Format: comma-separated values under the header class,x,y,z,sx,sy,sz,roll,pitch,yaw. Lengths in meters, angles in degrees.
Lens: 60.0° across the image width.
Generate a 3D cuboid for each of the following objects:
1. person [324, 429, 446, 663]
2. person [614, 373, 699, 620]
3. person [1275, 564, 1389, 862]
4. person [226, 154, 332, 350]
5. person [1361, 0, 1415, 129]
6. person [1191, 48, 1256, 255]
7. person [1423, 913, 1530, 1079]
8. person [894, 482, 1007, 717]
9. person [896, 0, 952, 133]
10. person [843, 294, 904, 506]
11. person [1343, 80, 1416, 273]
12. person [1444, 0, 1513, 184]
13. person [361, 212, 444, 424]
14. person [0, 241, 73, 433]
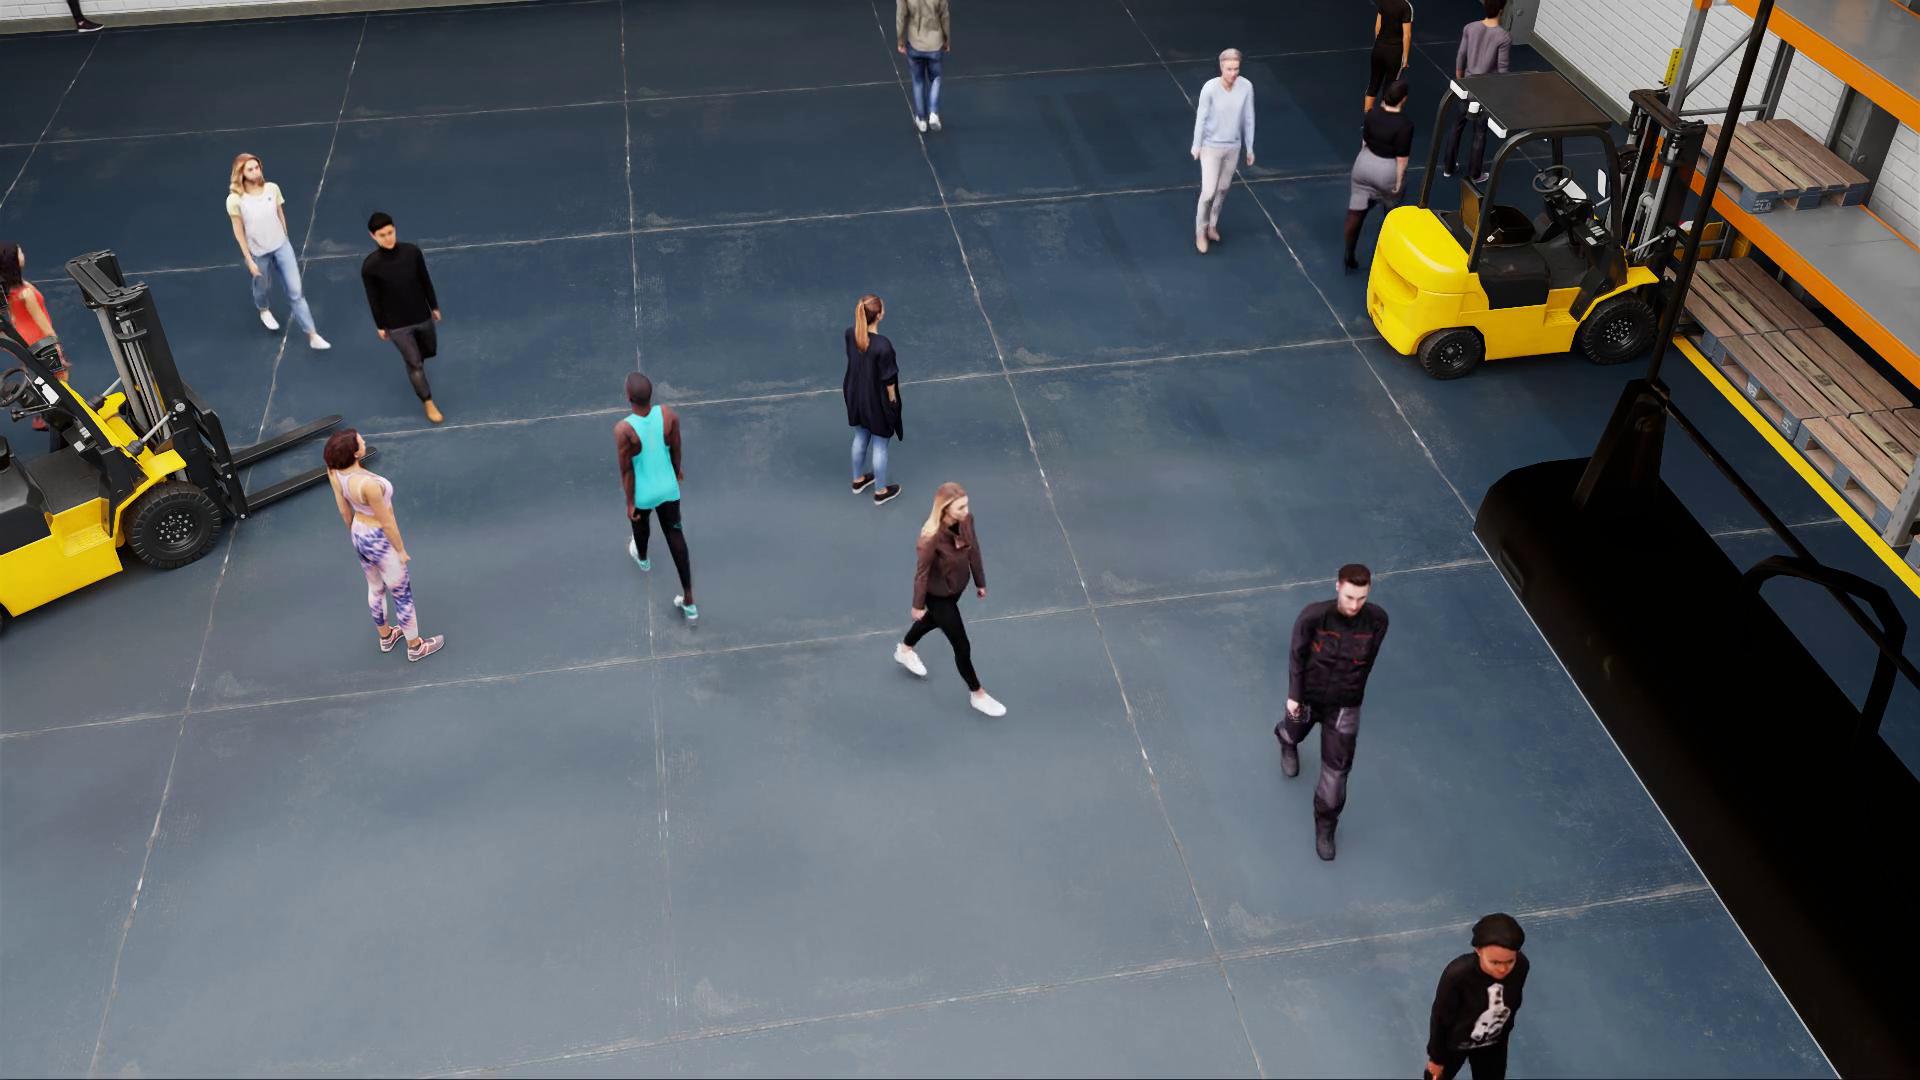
class,x,y,z,sx,sy,sz,roll,pitch,yaw
person,-3.706,0.027,10.579,0.678,1.767,0.721,19,42,22
person,-1.964,-0.257,10.941,0.924,1.759,1.253,-21,43,-24
person,2.062,0.830,9.485,0.882,1.877,1.279,2,39,3
person,-5.746,-2.374,13.662,1.252,1.671,1.093,31,48,33
person,4.363,-4.963,16.907,0.718,1.667,0.597,-24,45,-27
person,2.326,-3.578,15.006,0.680,1.875,0.754,-10,40,-12
person,2.374,2.273,7.855,0.631,1.656,0.764,-5,39,-6
person,-0.157,0.302,10.323,1.167,1.655,1.092,25,45,28
person,-0.349,-4.950,16.741,0.729,1.855,0.791,-3,39,-4
person,-0.642,-1.011,11.946,0.693,1.683,0.778,29,47,32
person,3.624,-3.150,14.597,1.123,1.716,1.119,29,47,32
person,4.986,-4.350,15.991,0.808,1.853,0.695,-32,48,-33
person,-4.303,-1.774,12.888,0.940,1.699,1.112,-26,45,-28
person,-6.967,-1.438,12.459,0.807,1.709,0.867,23,44,26
